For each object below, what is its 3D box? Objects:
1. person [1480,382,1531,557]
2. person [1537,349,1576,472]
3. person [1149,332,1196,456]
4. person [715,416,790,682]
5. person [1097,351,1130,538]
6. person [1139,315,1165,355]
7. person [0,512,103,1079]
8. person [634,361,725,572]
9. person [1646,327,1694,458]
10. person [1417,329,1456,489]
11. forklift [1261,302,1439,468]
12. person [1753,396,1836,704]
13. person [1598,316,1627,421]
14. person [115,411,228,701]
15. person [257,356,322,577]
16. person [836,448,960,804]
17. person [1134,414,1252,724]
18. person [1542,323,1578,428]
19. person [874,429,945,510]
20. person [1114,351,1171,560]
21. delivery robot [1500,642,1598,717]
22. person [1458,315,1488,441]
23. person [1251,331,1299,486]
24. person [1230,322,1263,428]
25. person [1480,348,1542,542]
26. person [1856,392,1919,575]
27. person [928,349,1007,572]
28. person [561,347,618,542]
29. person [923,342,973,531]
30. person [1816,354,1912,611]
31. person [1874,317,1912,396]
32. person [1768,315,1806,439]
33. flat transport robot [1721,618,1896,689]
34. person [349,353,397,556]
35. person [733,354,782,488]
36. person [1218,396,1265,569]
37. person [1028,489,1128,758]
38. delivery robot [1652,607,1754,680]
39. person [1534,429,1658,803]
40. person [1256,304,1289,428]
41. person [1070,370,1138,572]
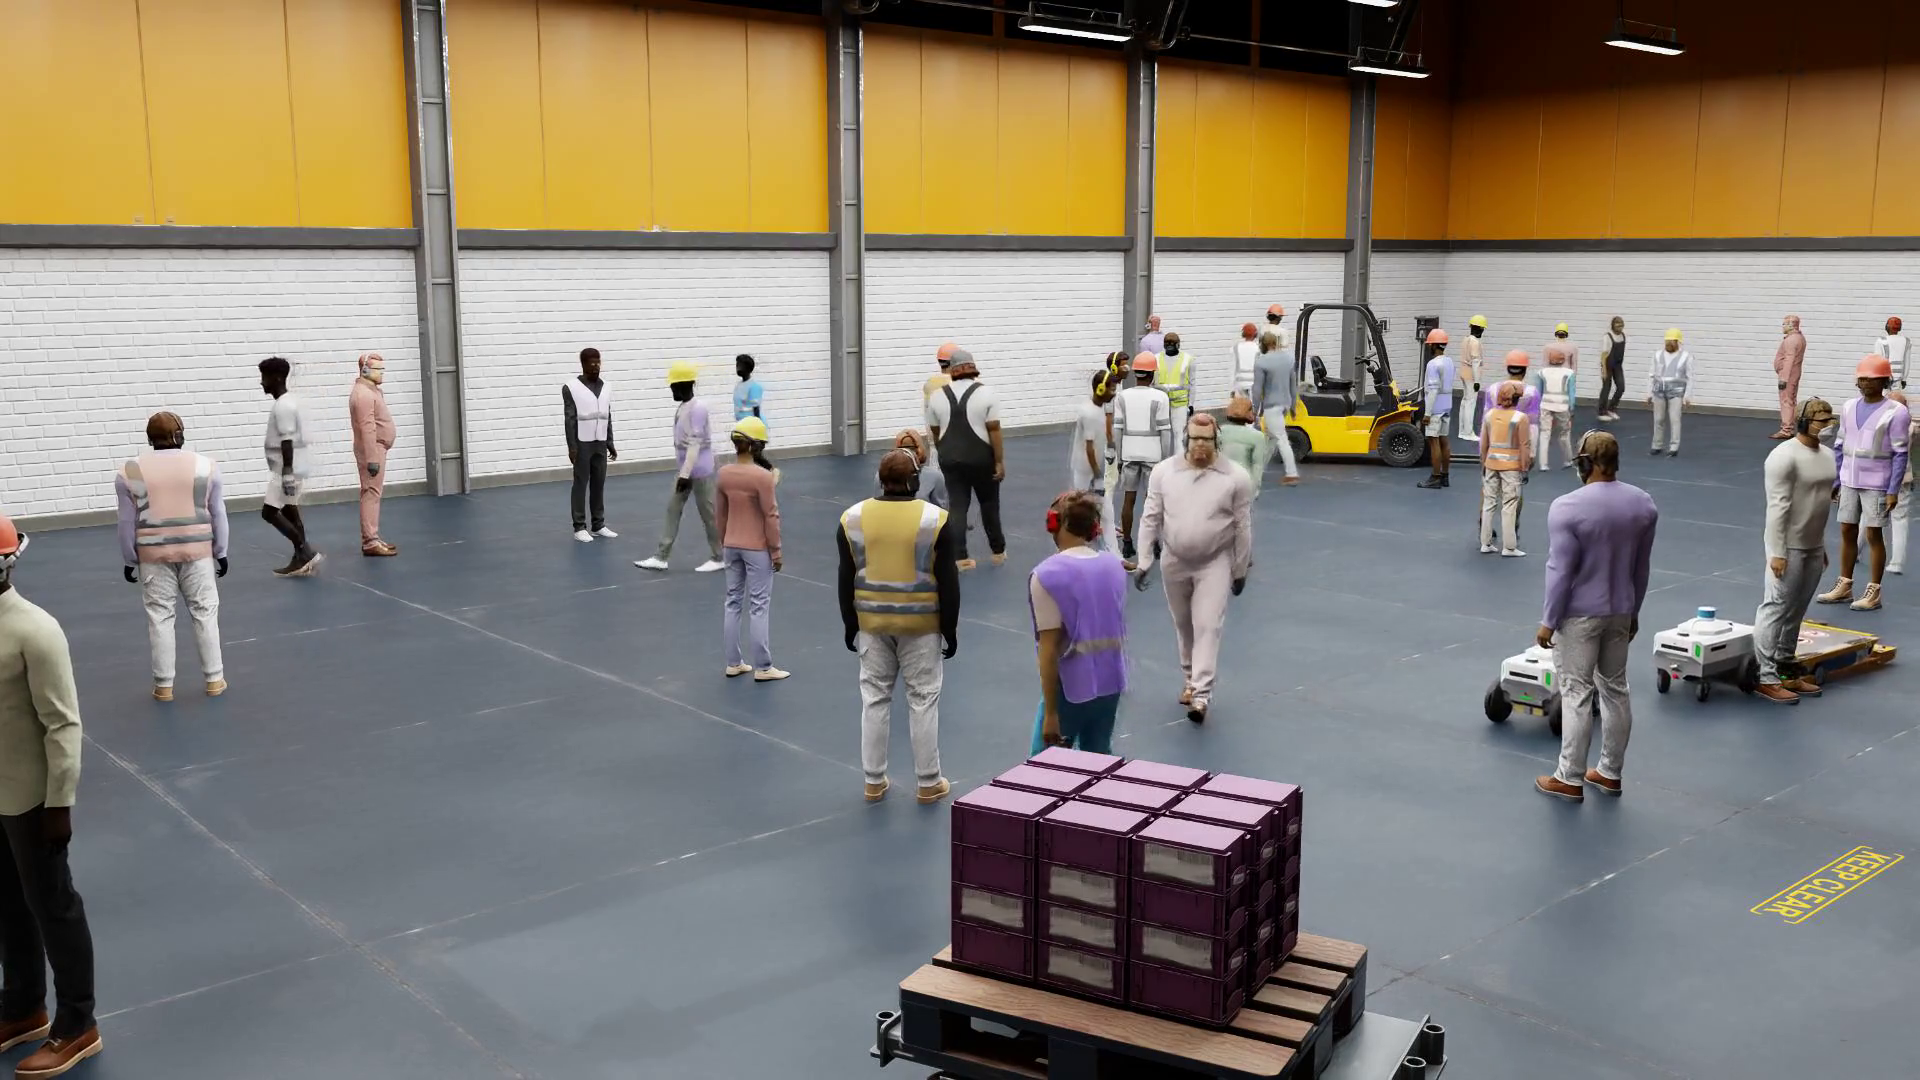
[{"bbox_3d":[5.111,-0.654,15.620,0.321,1.645,0.525,-7,12,-34],"label":"person"},{"bbox_3d":[7.860,-1.712,21.893,0.536,1.593,0.833,7,12,35],"label":"person"},{"bbox_3d":[2.722,-1.764,21.504,0.633,1.839,0.429,3,10,16],"label":"person"},{"bbox_3d":[-1.387,0.061,11.051,0.524,1.762,0.325,7,12,35],"label":"person"},{"bbox_3d":[1.549,-0.960,16.708,0.309,1.868,0.535,2,10,13],"label":"person"},{"bbox_3d":[2.952,-2.496,25.588,0.653,1.906,0.408,-9,13,-43],"label":"person"},{"bbox_3d":[-3.266,0.857,5.699,0.617,1.993,0.396,5,11,29],"label":"person"},{"bbox_3d":[-2.469,-0.621,14.656,0.919,1.886,0.588,-5,11,-28],"label":"person"},{"bbox_3d":[9.910,-2.059,23.252,0.404,1.830,0.601,-9,13,-44],"label":"person"},{"bbox_3d":[5.771,-1.590,20.196,0.376,1.936,0.549,9,13,42],"label":"person"},{"bbox_3d":[5.320,-2.157,22.763,2.313,2.155,1.214,3,10,16],"label":"forklift"},{"bbox_3d":[5.317,0.056,10.556,0.627,1.941,0.374,-7,12,-35],"label":"person"},{"bbox_3d":[11.098,-2.903,28.303,0.553,1.795,0.548,-4,10,-22],"label":"person"},{"bbox_3d":[-4.990,0.103,10.579,0.634,1.837,0.429,-5,11,-27],"label":"person"},{"bbox_3d":[-5.885,-0.620,14.472,0.422,1.947,0.640,-3,10,-16],"label":"person"},{"bbox_3d":[-0.305,0.444,8.577,0.633,1.839,0.429,2,10,12],"label":"person"},{"bbox_3d":[1.412,0.163,10.147,0.659,1.854,0.975,3,10,20],"label":"person"},{"bbox_3d":[9.469,-2.545,26.287,0.533,1.768,0.310,2,10,13],"label":"person"},{"bbox_3d":[-0.350,0.040,11.532,0.507,1.636,0.272,-1,10,-5],"label":"person"},{"bbox_3d":[1.701,-0.782,15.463,0.545,1.938,0.359,4,11,25],"label":"person"},{"bbox_3d":[3.576,0.789,10.034,0.707,0.478,0.477,-9,13,-42],"label":"delivery robot"},{"bbox_3d":[7.842,-2.477,25.430,0.371,1.923,0.586,0,10,2],"label":"person"},{"bbox_3d":[3.881,-1.625,20.559,0.631,1.880,0.998,-8,13,-40],"label":"person"},{"bbox_3d":[4.202,-2.246,24.281,0.577,1.861,0.839,5,11,28],"label":"person"},{"bbox_3d":[5.365,-0.911,16.272,0.550,1.922,0.625,6,12,33],"label":"person"},{"bbox_3d":[8.311,-0.527,14.957,0.532,1.601,0.802,1,10,8],"label":"person"},{"bbox_3d":[0.133,-0.763,15.051,0.757,2.000,0.873,4,10,21],"label":"person"},{"bbox_3d":[-3.677,-0.953,16.527,0.392,1.918,0.589,7,12,35],"label":"person"},{"bbox_3d":[-0.120,-1.054,17.053,0.542,1.939,0.368,9,13,42],"label":"person"},{"bbox_3d":[7.195,-0.457,13.252,0.378,2.042,0.615,-4,10,-22],"label":"person"},{"bbox_3d":[14.313,-2.489,25.618,0.583,1.882,0.350,-1,10,-3],"label":"person"},{"bbox_3d":[12.778,-2.512,25.686,0.409,1.905,0.651,8,12,39],"label":"person"},{"bbox_3d":[5.694,0.759,11.313,1.431,0.197,0.652,-7,12,-36],"label":"flat transport robot"},{"bbox_3d":[-5.521,-0.804,15.692,0.402,1.904,0.652,-3,10,-19],"label":"person"},{"bbox_3d":[-2.421,-1.345,19.491,0.523,1.686,0.536,-7,12,-36],"label":"person"},{"bbox_3d":[2.424,-0.480,14.699,0.515,1.594,0.833,4,10,21],"label":"person"},{"bbox_3d":[0.500,0.686,7.270,0.596,1.800,0.633,-8,12,-39],"label":"person"},{"bbox_3d":[4.785,0.676,10.700,0.707,0.478,0.477,-7,12,-36],"label":"delivery robot"},{"bbox_3d":[3.263,0.393,8.596,0.628,1.935,0.373,-3,10,-20],"label":"person"},{"bbox_3d":[5.110,-2.827,27.174,0.615,2.034,0.412,9,13,44],"label":"person"},{"bbox_3d":[1.240,-0.587,14.657,0.879,1.817,0.534,4,10,22],"label":"person"}]
